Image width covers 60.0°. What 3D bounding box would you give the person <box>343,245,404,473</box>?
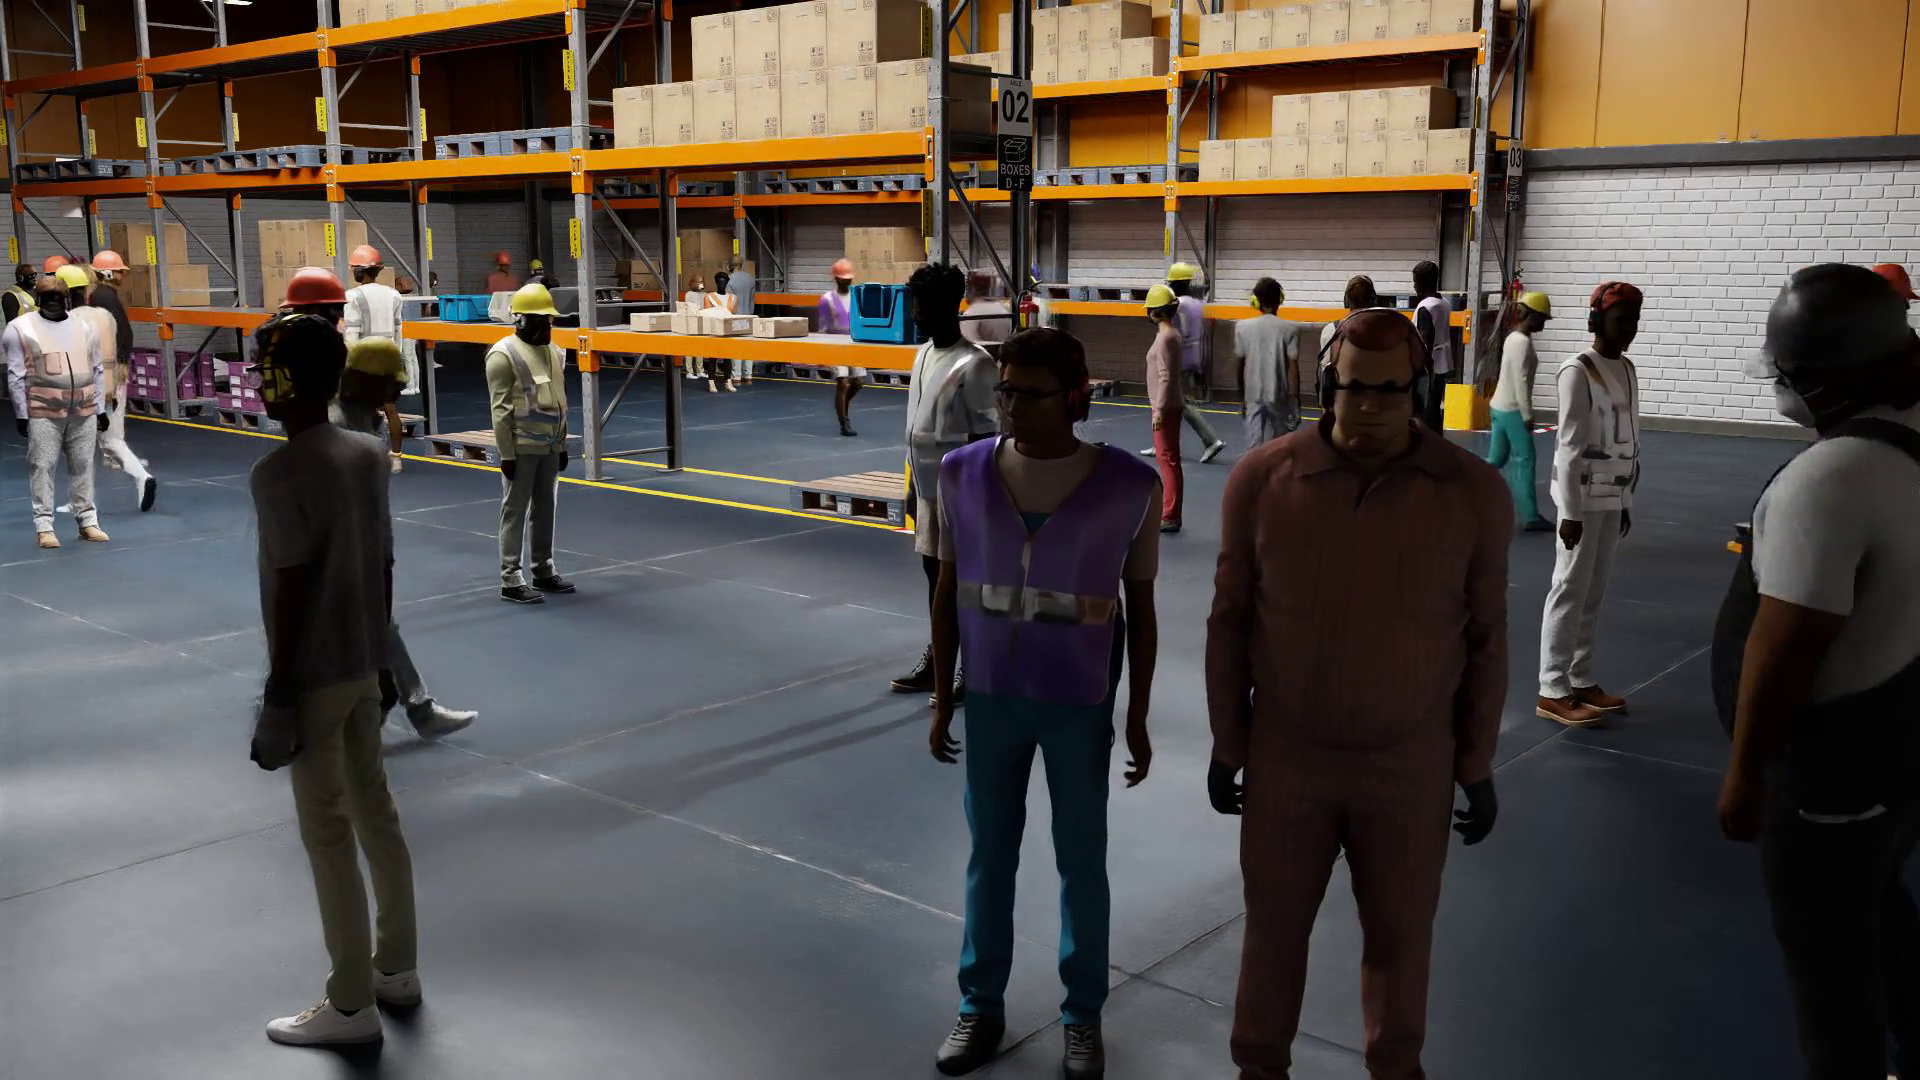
[{"bbox_3d":[-5.223,-1.584,14.783,0.364,2.048,0.611,6,11,29],"label":"person"}]

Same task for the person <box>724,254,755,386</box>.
[{"bbox_3d":[-3.280,-3.244,24.543,0.359,1.937,0.635,7,12,34],"label":"person"}]

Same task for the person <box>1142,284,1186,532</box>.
[{"bbox_3d":[1.444,-0.935,11.890,0.322,1.765,0.533,3,10,15],"label":"person"}]

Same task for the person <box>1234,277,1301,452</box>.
[{"bbox_3d":[2.234,-0.997,12.117,0.506,1.824,0.914,2,10,12],"label":"person"}]

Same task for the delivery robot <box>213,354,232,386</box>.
[{"bbox_3d":[-10.391,-2.347,23.105,0.477,0.478,0.707,7,12,34],"label":"delivery robot"}]

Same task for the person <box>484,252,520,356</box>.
[{"bbox_3d":[-7.518,-3.733,27.274,0.711,1.973,0.636,9,13,41],"label":"person"}]

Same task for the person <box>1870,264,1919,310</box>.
[{"bbox_3d":[4.944,-0.523,9.054,0.360,1.935,0.552,3,10,17],"label":"person"}]

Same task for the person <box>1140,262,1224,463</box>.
[{"bbox_3d":[2.148,-1.687,15.812,0.906,1.896,0.583,7,12,33],"label":"person"}]

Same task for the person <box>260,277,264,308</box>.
[{"bbox_3d":[-9.910,-3.232,24.253,0.594,2.011,0.651,7,12,33],"label":"person"}]

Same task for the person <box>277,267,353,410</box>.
[{"bbox_3d":[-2.897,-0.278,7.657,0.372,1.935,0.551,-2,10,-11],"label":"person"}]

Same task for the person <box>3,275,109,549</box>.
[{"bbox_3d":[-6.119,-0.874,11.338,0.430,1.838,0.624,8,13,39],"label":"person"}]

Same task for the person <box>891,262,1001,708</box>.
[{"bbox_3d":[-0.060,-0.240,7.375,0.373,1.960,0.601,-6,12,-30],"label":"person"}]

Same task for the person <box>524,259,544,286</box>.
[{"bbox_3d":[-7.207,-3.882,28.483,0.403,1.827,0.600,9,14,43],"label":"person"}]

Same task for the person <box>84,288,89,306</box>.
[{"bbox_3d":[-9.610,-1.974,18.211,0.546,1.606,0.745,-8,13,-40],"label":"person"}]

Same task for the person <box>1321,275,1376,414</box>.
[{"bbox_3d":[2.648,-0.837,11.105,0.508,1.846,0.345,6,12,31],"label":"person"}]

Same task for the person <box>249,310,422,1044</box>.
[{"bbox_3d":[-1.619,0.359,4.242,0.311,1.864,0.533,2,10,12],"label":"person"}]

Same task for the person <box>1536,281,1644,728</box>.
[{"bbox_3d":[2.710,-0.155,7.113,0.338,1.880,0.582,9,13,42],"label":"person"}]

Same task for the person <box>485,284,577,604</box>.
[{"bbox_3d":[-2.449,-0.552,9.556,0.403,1.823,0.591,4,11,22],"label":"person"}]

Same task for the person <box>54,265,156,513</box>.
[{"bbox_3d":[-6.539,-1.123,12.573,0.766,1.904,0.596,4,11,20],"label":"person"}]

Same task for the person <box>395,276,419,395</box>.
[{"bbox_3d":[-7.692,-2.832,23.064,0.280,1.633,0.502,0,10,2],"label":"person"}]

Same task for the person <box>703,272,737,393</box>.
[{"bbox_3d":[-3.341,-2.903,23.293,0.529,1.694,0.321,-7,12,-33],"label":"person"}]

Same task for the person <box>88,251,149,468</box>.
[{"bbox_3d":[-7.810,-1.661,15.363,0.379,1.996,0.608,-8,12,-37],"label":"person"}]

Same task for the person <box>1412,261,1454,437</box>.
[{"bbox_3d":[3.995,-1.412,14.186,0.391,1.914,0.587,5,11,28],"label":"person"}]

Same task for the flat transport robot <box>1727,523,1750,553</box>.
[{"bbox_3d":[5.682,0.060,10.476,0.652,0.197,1.431,-6,11,-29],"label":"flat transport robot"}]

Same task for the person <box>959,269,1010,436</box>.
[{"bbox_3d":[0.200,-1.276,13.617,1.008,1.862,0.664,7,12,36],"label":"person"}]

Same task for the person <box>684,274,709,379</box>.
[{"bbox_3d":[-4.085,-3.315,25.847,0.285,1.625,0.494,6,12,31],"label":"person"}]

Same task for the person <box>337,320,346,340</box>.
[{"bbox_3d":[-5.342,-1.277,13.828,0.525,1.772,0.299,-8,12,-37],"label":"person"}]

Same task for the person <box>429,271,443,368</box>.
[{"bbox_3d":[-8.970,-3.735,28.204,0.268,1.632,0.507,0,10,-2],"label":"person"}]

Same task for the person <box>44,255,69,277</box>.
[{"bbox_3d":[-9.471,-2.026,17.596,0.347,1.943,0.544,-3,10,-16],"label":"person"}]

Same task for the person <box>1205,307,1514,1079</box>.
[{"bbox_3d":[0.839,0.458,3.572,0.636,1.903,0.406,2,10,12],"label":"person"}]

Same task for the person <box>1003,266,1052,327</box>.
[{"bbox_3d":[0.607,-1.462,14.463,0.604,1.927,0.627,9,13,40],"label":"person"}]

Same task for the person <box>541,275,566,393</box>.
[{"bbox_3d":[-4.888,-2.328,20.013,0.318,1.697,0.533,-3,10,-15],"label":"person"}]

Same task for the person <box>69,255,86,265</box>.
[{"bbox_3d":[-13.366,-3.349,25.221,0.548,1.916,0.796,-1,10,-3],"label":"person"}]

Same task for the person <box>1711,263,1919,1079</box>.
[{"bbox_3d":[1.881,0.389,3.567,0.707,2.000,0.545,-8,12,-37],"label":"person"}]

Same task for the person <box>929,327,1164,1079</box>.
[{"bbox_3d":[0.204,0.401,4.074,0.563,1.838,0.391,3,10,15],"label":"person"}]

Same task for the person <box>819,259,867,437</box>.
[{"bbox_3d":[-1.269,-2.081,17.991,0.555,1.913,0.608,-5,11,-26],"label":"person"}]

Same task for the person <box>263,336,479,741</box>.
[{"bbox_3d":[-2.476,0.007,6.777,0.919,1.663,0.521,0,10,-2],"label":"person"}]

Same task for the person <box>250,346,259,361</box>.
[{"bbox_3d":[-11.640,-3.859,28.350,0.931,1.849,0.653,0,10,-3],"label":"person"}]

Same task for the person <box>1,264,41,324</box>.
[{"bbox_3d":[-11.138,-2.384,19.953,0.429,1.837,0.628,2,10,9],"label":"person"}]

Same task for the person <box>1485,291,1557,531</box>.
[{"bbox_3d":[3.945,-0.935,12.021,0.757,1.717,0.556,2,10,9],"label":"person"}]
